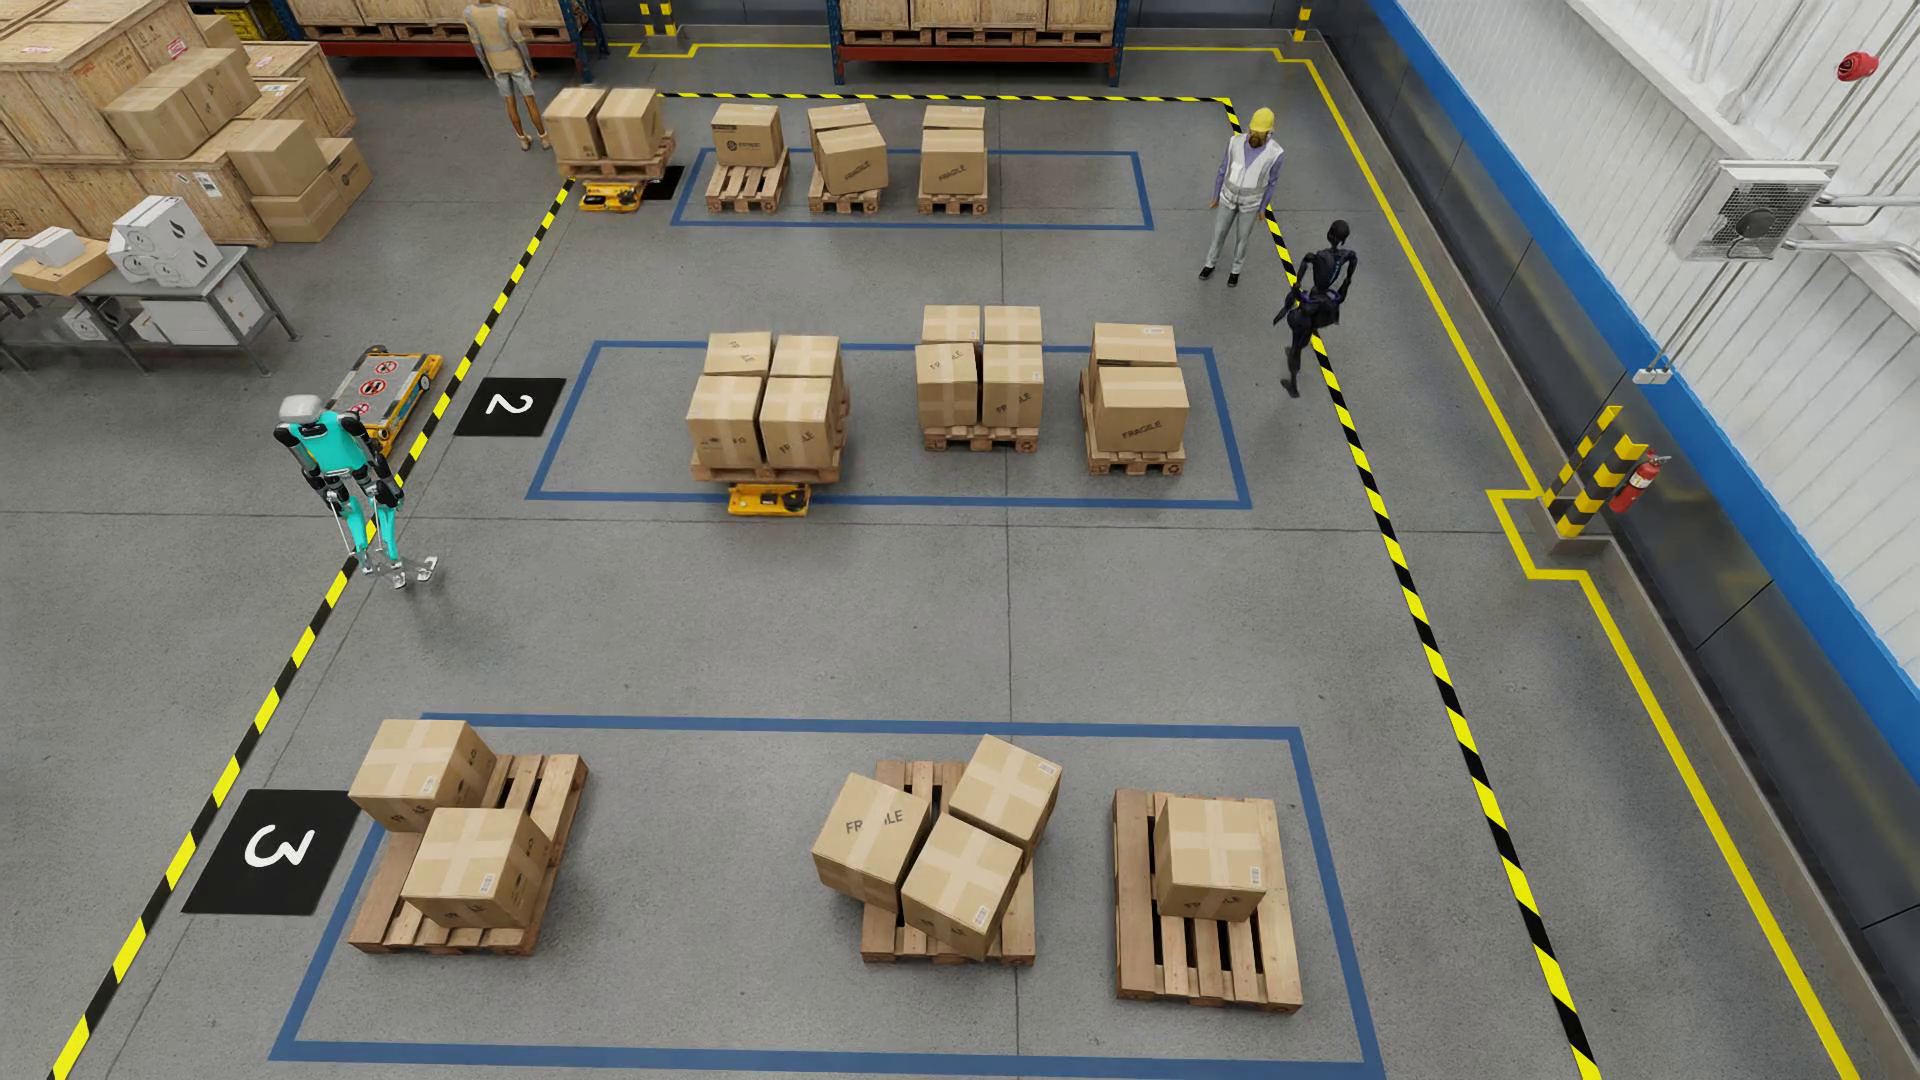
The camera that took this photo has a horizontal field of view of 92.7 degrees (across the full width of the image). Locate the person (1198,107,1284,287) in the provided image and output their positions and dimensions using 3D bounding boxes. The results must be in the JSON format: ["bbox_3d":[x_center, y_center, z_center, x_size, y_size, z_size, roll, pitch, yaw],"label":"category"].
[{"bbox_3d":[2.832,-3.435,9.246,0.588,1.837,0.404,21,53,17],"label":"person"}]

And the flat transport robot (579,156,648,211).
[{"bbox_3d":[-4.107,-4.451,11.115,0.652,0.197,1.431,1,50,1],"label":"flat transport robot"}]

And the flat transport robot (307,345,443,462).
[{"bbox_3d":[-5.383,-1.269,8.441,0.659,0.231,1.431,1,50,1],"label":"flat transport robot"}]

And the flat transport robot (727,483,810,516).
[{"bbox_3d":[-1.593,-0.801,8.027,0.652,0.197,1.431,1,50,1],"label":"flat transport robot"}]

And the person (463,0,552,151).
[{"bbox_3d":[-5.465,-5.758,11.081,0.608,2.037,0.395,-1,50,-1],"label":"person"}]

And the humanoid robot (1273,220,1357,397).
[{"bbox_3d":[3.149,-2.119,8.254,0.609,1.631,0.679,-8,50,-6],"label":"humanoid robot"}]

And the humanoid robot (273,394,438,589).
[{"bbox_3d":[-4.274,-0.203,6.489,0.533,1.677,0.735,-11,51,-9],"label":"humanoid robot"}]
